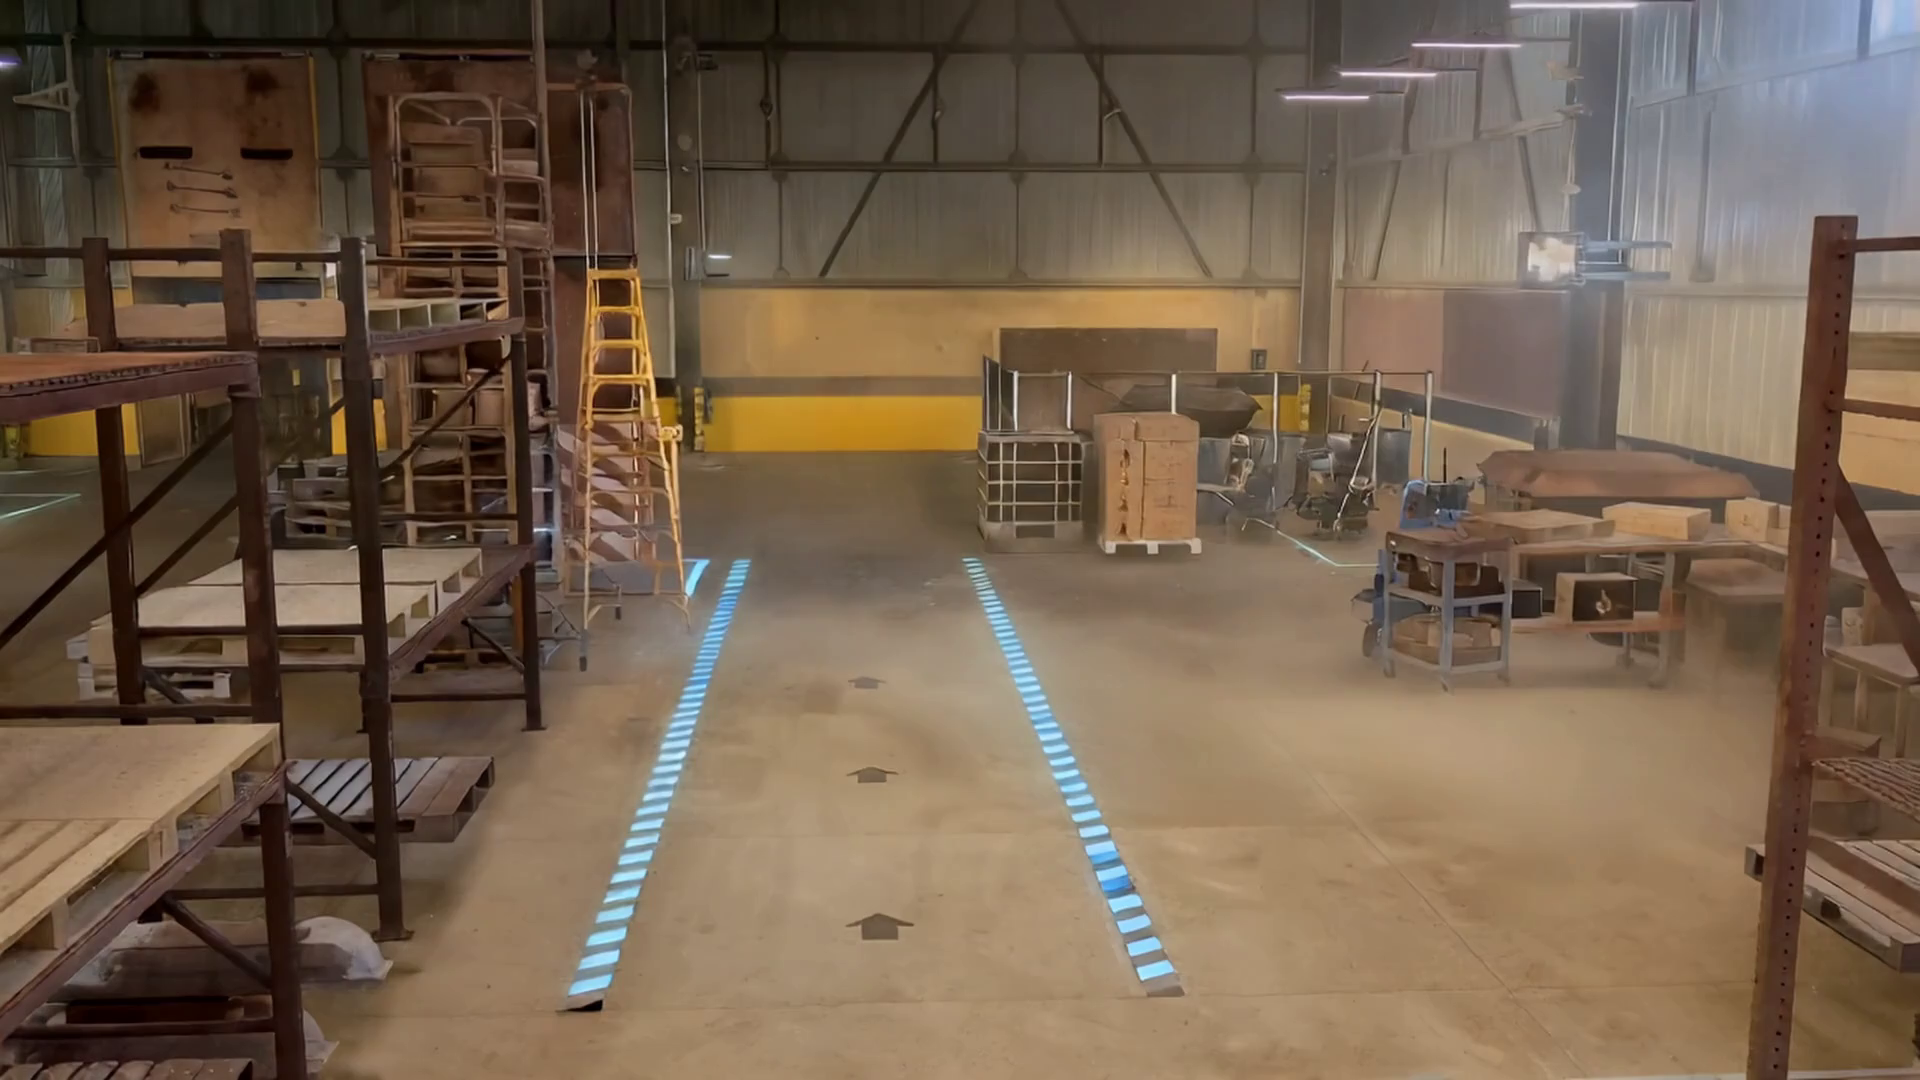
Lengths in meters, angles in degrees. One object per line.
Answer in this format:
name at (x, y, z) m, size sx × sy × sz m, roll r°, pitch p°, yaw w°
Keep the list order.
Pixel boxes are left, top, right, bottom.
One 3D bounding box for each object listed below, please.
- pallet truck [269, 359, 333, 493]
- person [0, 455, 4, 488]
pallet truck at (-7.062, -1.131, 18.996) m, size 1.885 × 1.965 × 0.823 m, roll 2°, pitch 9°, yaw 13°
person at (-13.192, -1.647, 22.458) m, size 0.544 × 1.929 × 0.386 m, roll 8°, pitch 12°, yaw 42°
